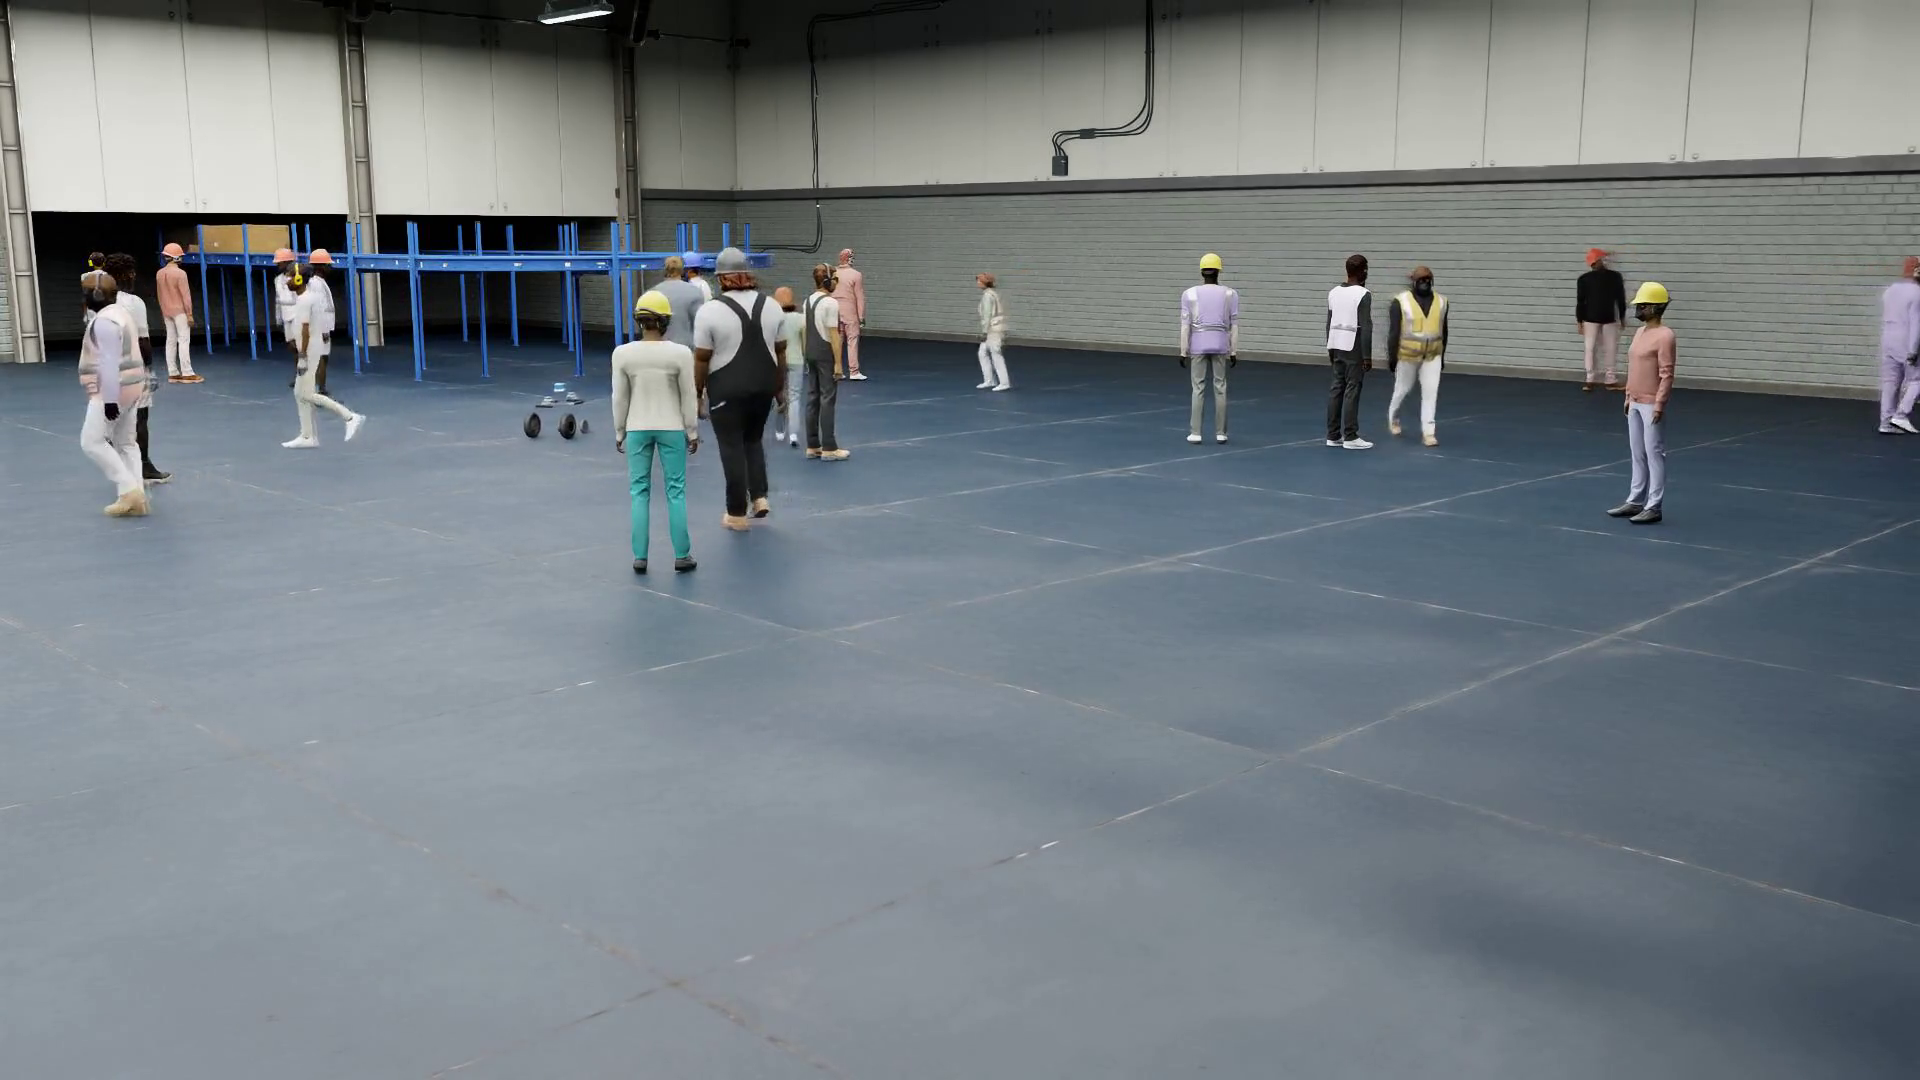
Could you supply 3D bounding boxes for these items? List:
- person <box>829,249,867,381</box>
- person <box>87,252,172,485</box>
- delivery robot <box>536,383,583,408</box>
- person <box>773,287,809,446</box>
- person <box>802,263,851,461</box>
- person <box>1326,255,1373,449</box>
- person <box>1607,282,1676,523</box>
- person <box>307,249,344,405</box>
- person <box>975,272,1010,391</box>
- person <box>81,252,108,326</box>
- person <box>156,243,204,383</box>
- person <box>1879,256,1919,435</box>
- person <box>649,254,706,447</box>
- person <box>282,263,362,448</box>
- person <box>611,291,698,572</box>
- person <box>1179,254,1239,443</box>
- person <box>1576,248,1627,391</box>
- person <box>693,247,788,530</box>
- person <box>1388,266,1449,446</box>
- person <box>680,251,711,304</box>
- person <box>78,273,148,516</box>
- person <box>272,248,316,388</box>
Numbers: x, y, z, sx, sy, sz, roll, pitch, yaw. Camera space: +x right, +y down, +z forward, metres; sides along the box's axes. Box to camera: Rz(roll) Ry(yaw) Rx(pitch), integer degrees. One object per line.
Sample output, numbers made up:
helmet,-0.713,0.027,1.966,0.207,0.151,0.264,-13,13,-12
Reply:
person,-1.647,-3.294,24.354,0.655,1.906,0.407,6,12,30
person,-7.110,-1.462,14.199,0.601,1.967,0.367,4,11,20
delivery robot,-4.263,-1.548,17.677,0.335,0.223,0.698,3,11,14
person,-1.760,-1.768,16.905,0.500,1.593,0.860,-1,10,-4
person,-1.290,-1.688,15.766,0.342,1.845,0.506,-8,13,-38
person,3.885,-1.882,16.626,0.371,1.916,0.597,-5,12,-27
person,5.076,-1.018,12.324,0.316,1.769,0.524,-1,10,-5
person,-7.932,-2.649,20.752,0.361,1.940,0.543,-4,11,-22
person,0.434,-2.818,22.561,0.560,1.605,0.531,-1,10,-4
person,-12.985,-3.417,25.160,0.519,1.864,0.314,-8,13,-36
person,-11.274,-3.266,23.964,0.609,1.995,0.376,5,12,26
person,10.061,-2.055,17.661,0.438,1.892,0.646,-1,10,-4
person,-2.802,-1.875,16.582,0.650,1.916,0.447,3,11,14
person,-6.441,-1.845,16.627,0.672,1.846,0.528,-5,11,-23
person,-1.917,-0.681,10.497,0.533,1.765,0.321,0,10,-2
person,2.537,-1.954,17.005,0.594,1.920,0.377,0,10,-2
person,8.766,-2.995,22.631,0.768,1.943,0.479,2,10,8
person,-1.619,-1.080,12.033,0.712,2.000,0.535,-7,13,-34
person,4.681,-1.908,17.089,0.626,1.812,0.870,-1,10,-4
person,-2.997,-2.392,19.385,0.769,1.927,0.618,2,11,12
person,-6.365,-1.079,12.483,0.450,1.829,0.659,-3,11,-14
person,-9.254,-3.071,23.077,0.597,1.927,0.467,5,11,25
